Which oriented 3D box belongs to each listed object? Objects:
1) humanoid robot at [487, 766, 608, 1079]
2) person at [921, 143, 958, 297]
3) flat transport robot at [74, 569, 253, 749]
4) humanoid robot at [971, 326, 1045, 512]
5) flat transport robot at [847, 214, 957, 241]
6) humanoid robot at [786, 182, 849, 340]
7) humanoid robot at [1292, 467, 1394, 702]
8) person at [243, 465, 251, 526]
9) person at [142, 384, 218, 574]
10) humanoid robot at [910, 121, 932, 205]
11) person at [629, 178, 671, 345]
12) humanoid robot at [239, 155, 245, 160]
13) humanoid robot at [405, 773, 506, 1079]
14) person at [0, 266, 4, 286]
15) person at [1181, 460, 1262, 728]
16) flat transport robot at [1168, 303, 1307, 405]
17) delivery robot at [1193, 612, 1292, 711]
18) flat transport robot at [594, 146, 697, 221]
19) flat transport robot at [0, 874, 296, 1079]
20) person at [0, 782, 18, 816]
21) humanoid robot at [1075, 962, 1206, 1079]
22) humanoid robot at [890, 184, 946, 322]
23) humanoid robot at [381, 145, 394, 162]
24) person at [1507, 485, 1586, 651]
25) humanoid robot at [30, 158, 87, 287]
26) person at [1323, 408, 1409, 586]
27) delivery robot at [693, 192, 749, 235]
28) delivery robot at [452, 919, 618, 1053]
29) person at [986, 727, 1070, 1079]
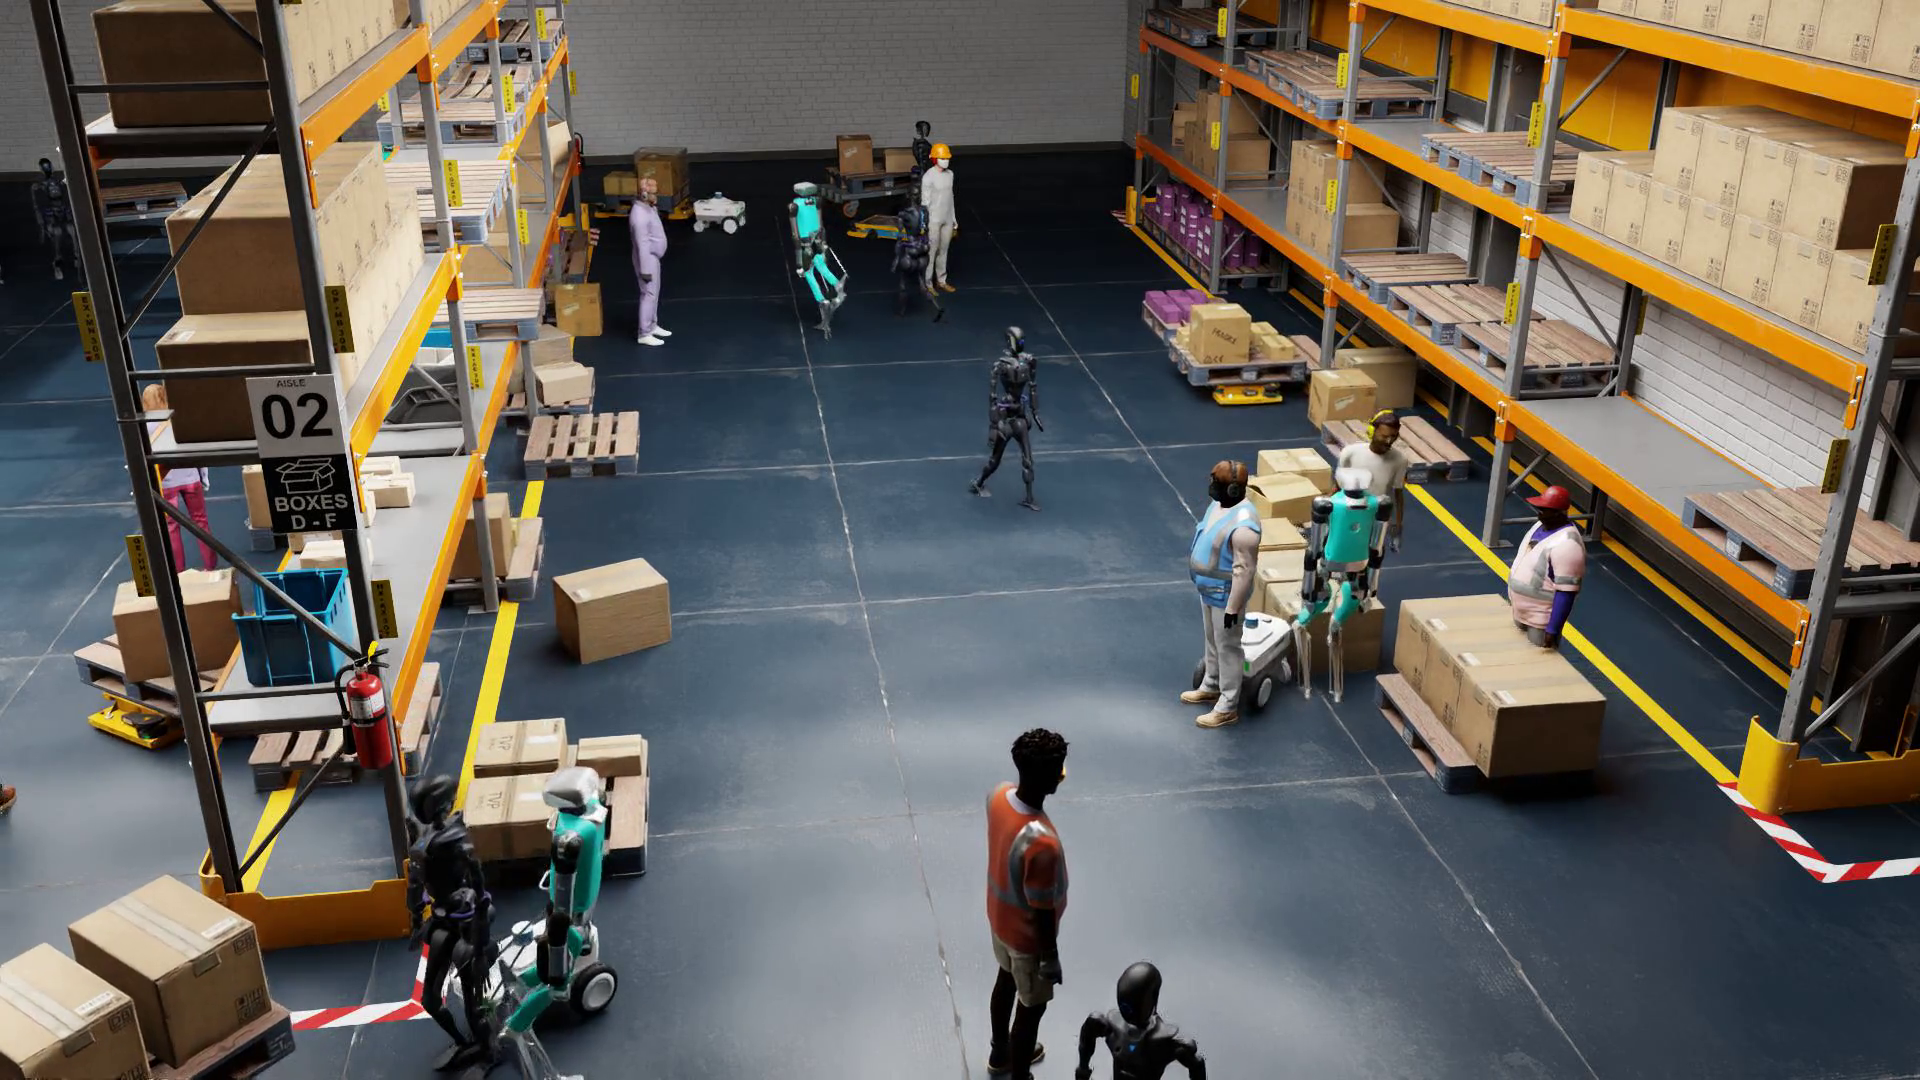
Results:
[{"bbox_3d":[-1.940,1.879,7.648,0.740,1.835,0.562,2,24,3],"label":"humanoid robot"},{"bbox_3d":[-0.253,-4.009,20.791,0.375,1.894,0.573,20,31,38],"label":"person"},{"bbox_3d":[-5.159,0.978,11.449,0.659,0.231,1.431,13,27,27],"label":"flat transport robot"},{"bbox_3d":[0.421,-1.086,14.458,0.591,1.639,0.752,-20,30,-37],"label":"humanoid robot"},{"bbox_3d":[-0.829,-4.432,23.774,1.431,0.231,0.659,10,25,21],"label":"flat transport robot"},{"bbox_3d":[-1.559,-3.129,19.121,0.761,1.898,0.545,16,28,33],"label":"humanoid robot"},{"bbox_3d":[2.512,0.290,11.206,0.540,1.795,0.688,-2,24,-5],"label":"humanoid robot"},{"bbox_3d":[-5.842,-0.908,13.960,0.615,1.707,0.414,-2,24,-5],"label":"person"},{"bbox_3d":[-6.108,-0.424,12.953,0.498,1.629,0.287,-16,28,-32],"label":"person"},{"bbox_3d":[-0.535,-5.077,23.474,0.315,1.657,0.599,2,24,4],"label":"humanoid robot"},{"bbox_3d":[-3.509,-3.161,18.861,0.402,1.895,0.640,-2,24,-4],"label":"person"},{"bbox_3d":[-9.447,-4.713,22.675,0.533,1.760,1.066,-11,26,-24],"label":"humanoid robot"},{"bbox_3d":[-2.361,1.832,7.752,0.600,1.656,0.338,17,29,34],"label":"humanoid robot"},{"bbox_3d":[-12.596,-4.208,21.242,0.508,1.890,1.021,-14,27,-29],"label":"person"},{"bbox_3d":[1.719,0.342,10.941,0.429,1.846,0.625,-4,24,-9],"label":"person"},{"bbox_3d":[2.885,-1.744,17.651,0.659,0.231,1.431,-3,24,-7],"label":"flat transport robot"},{"bbox_3d":[1.997,0.797,11.497,0.521,0.587,0.750,16,28,32],"label":"delivery robot"},{"bbox_3d":[-4.726,-5.006,25.082,1.431,0.231,0.659,2,24,5],"label":"flat transport robot"},{"bbox_3d":[-3.887,2.602,7.749,1.431,0.231,0.659,15,28,31],"label":"flat transport robot"},{"bbox_3d":[-6.104,0.768,9.793,0.644,1.986,0.427,-2,24,-3],"label":"person"},{"bbox_3d":[0.725,2.375,6.579,0.594,1.622,0.801,11,26,23],"label":"humanoid robot"},{"bbox_3d":[-0.508,-3.378,19.652,0.688,1.638,0.584,18,29,35],"label":"humanoid robot"},{"bbox_3d":[-7.534,-4.432,22.008,0.536,1.827,0.750,3,24,7],"label":"humanoid robot"},{"bbox_3d":[3.738,0.467,10.768,0.420,1.753,0.607,-2,24,-5],"label":"person"},{"bbox_3d":[-11.462,-4.069,21.214,0.614,1.641,0.573,-18,30,-36],"label":"humanoid robot"},{"bbox_3d":[2.893,-0.080,11.897,0.551,1.844,0.400,-2,24,-4],"label":"person"},{"bbox_3d":[-3.453,-4.726,24.112,0.791,0.614,0.499,5,24,11],"label":"delivery robot"},{"bbox_3d":[-2.162,2.176,8.355,0.525,0.587,0.742,19,30,36],"label":"delivery robot"},{"bbox_3d":[0.314,1.738,7.620,0.365,1.957,0.601,-8,25,-18],"label":"person"}]
